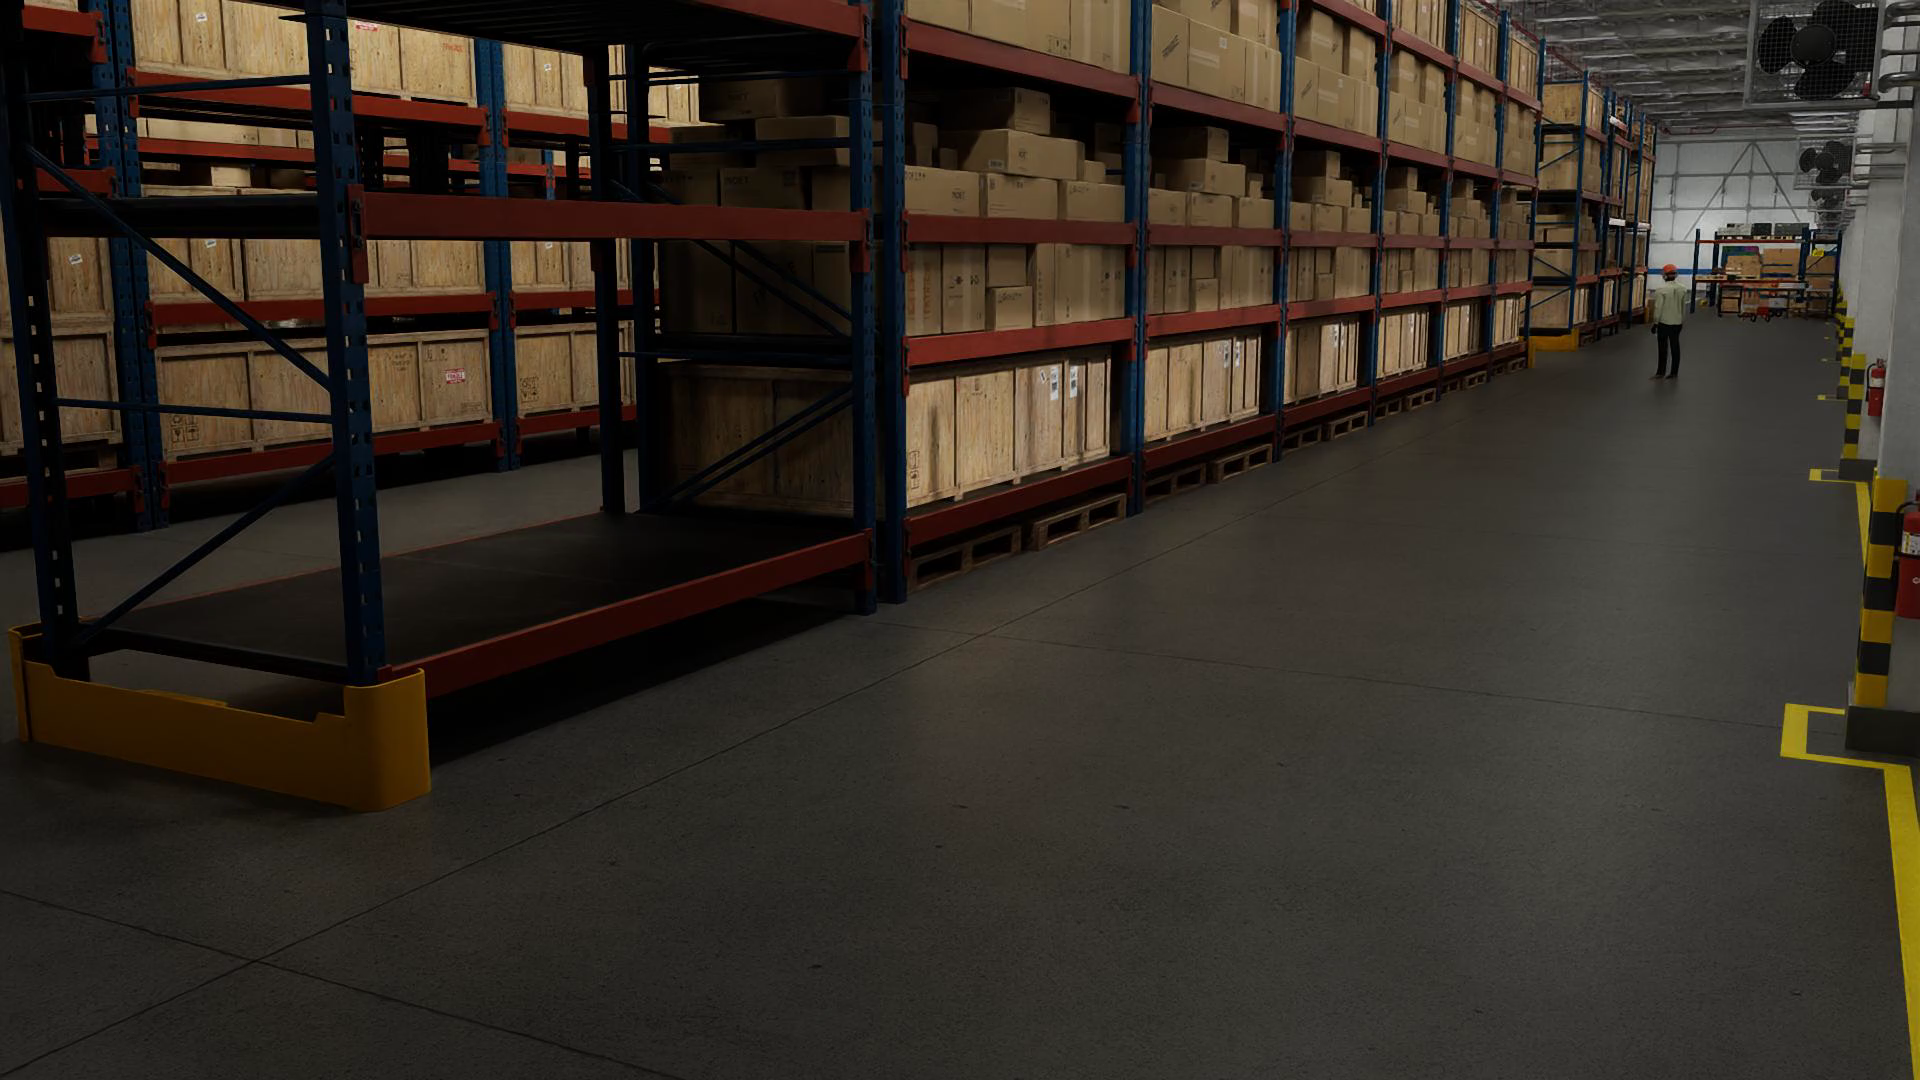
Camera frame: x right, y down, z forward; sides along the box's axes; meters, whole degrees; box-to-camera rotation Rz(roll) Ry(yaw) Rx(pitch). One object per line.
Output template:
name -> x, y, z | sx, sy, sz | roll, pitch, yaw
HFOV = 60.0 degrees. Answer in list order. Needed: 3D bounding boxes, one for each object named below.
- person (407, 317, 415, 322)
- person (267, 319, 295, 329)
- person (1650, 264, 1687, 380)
person -> -6.470, -2.240, 20.400 | 0.614, 1.809, 0.438 | 4, 11, 24
person -> -8.193, -2.179, 20.249 | 0.530, 1.742, 0.703 | 6, 12, 32
person -> 12.131, -3.726, 28.506 | 0.608, 1.985, 0.396 | -3, 10, -16
